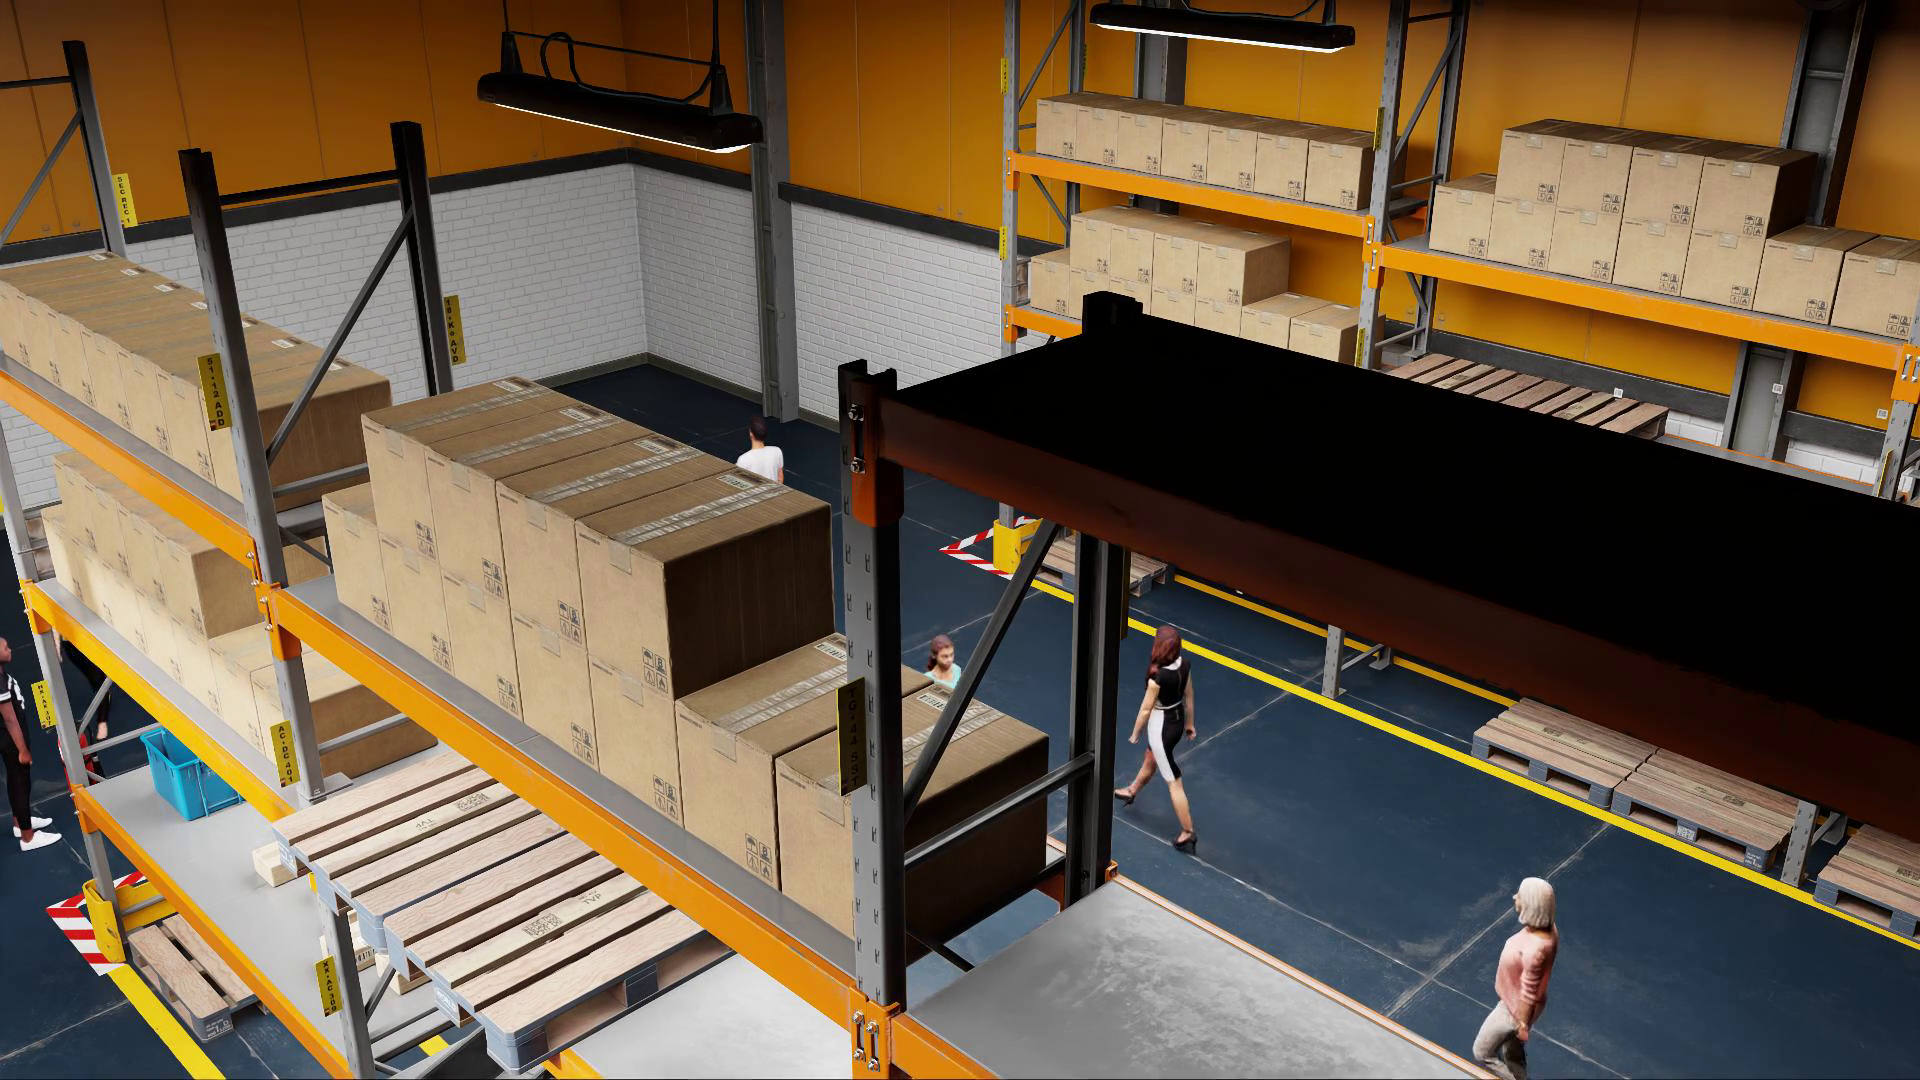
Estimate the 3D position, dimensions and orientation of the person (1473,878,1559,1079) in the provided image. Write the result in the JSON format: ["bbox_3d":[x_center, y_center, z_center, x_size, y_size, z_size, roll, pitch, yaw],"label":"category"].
[{"bbox_3d":[3.343,2.723,9.681,0.694,1.714,0.675,12,26,26],"label":"person"}]

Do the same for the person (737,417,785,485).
[{"bbox_3d":[-1.961,-0.336,16.502,0.700,1.856,0.603,-18,29,-35],"label":"person"}]

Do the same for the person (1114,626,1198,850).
[{"bbox_3d":[1.610,1.514,12.397,0.609,1.754,1.125,-22,32,-40],"label":"person"}]

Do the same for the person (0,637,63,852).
[{"bbox_3d":[-7.117,1.497,12.469,0.678,1.728,0.502,-17,29,-35],"label":"person"}]

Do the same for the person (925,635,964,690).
[{"bbox_3d":[-0.185,1.424,12.876,0.633,1.536,1.046,-17,29,-34],"label":"person"}]
